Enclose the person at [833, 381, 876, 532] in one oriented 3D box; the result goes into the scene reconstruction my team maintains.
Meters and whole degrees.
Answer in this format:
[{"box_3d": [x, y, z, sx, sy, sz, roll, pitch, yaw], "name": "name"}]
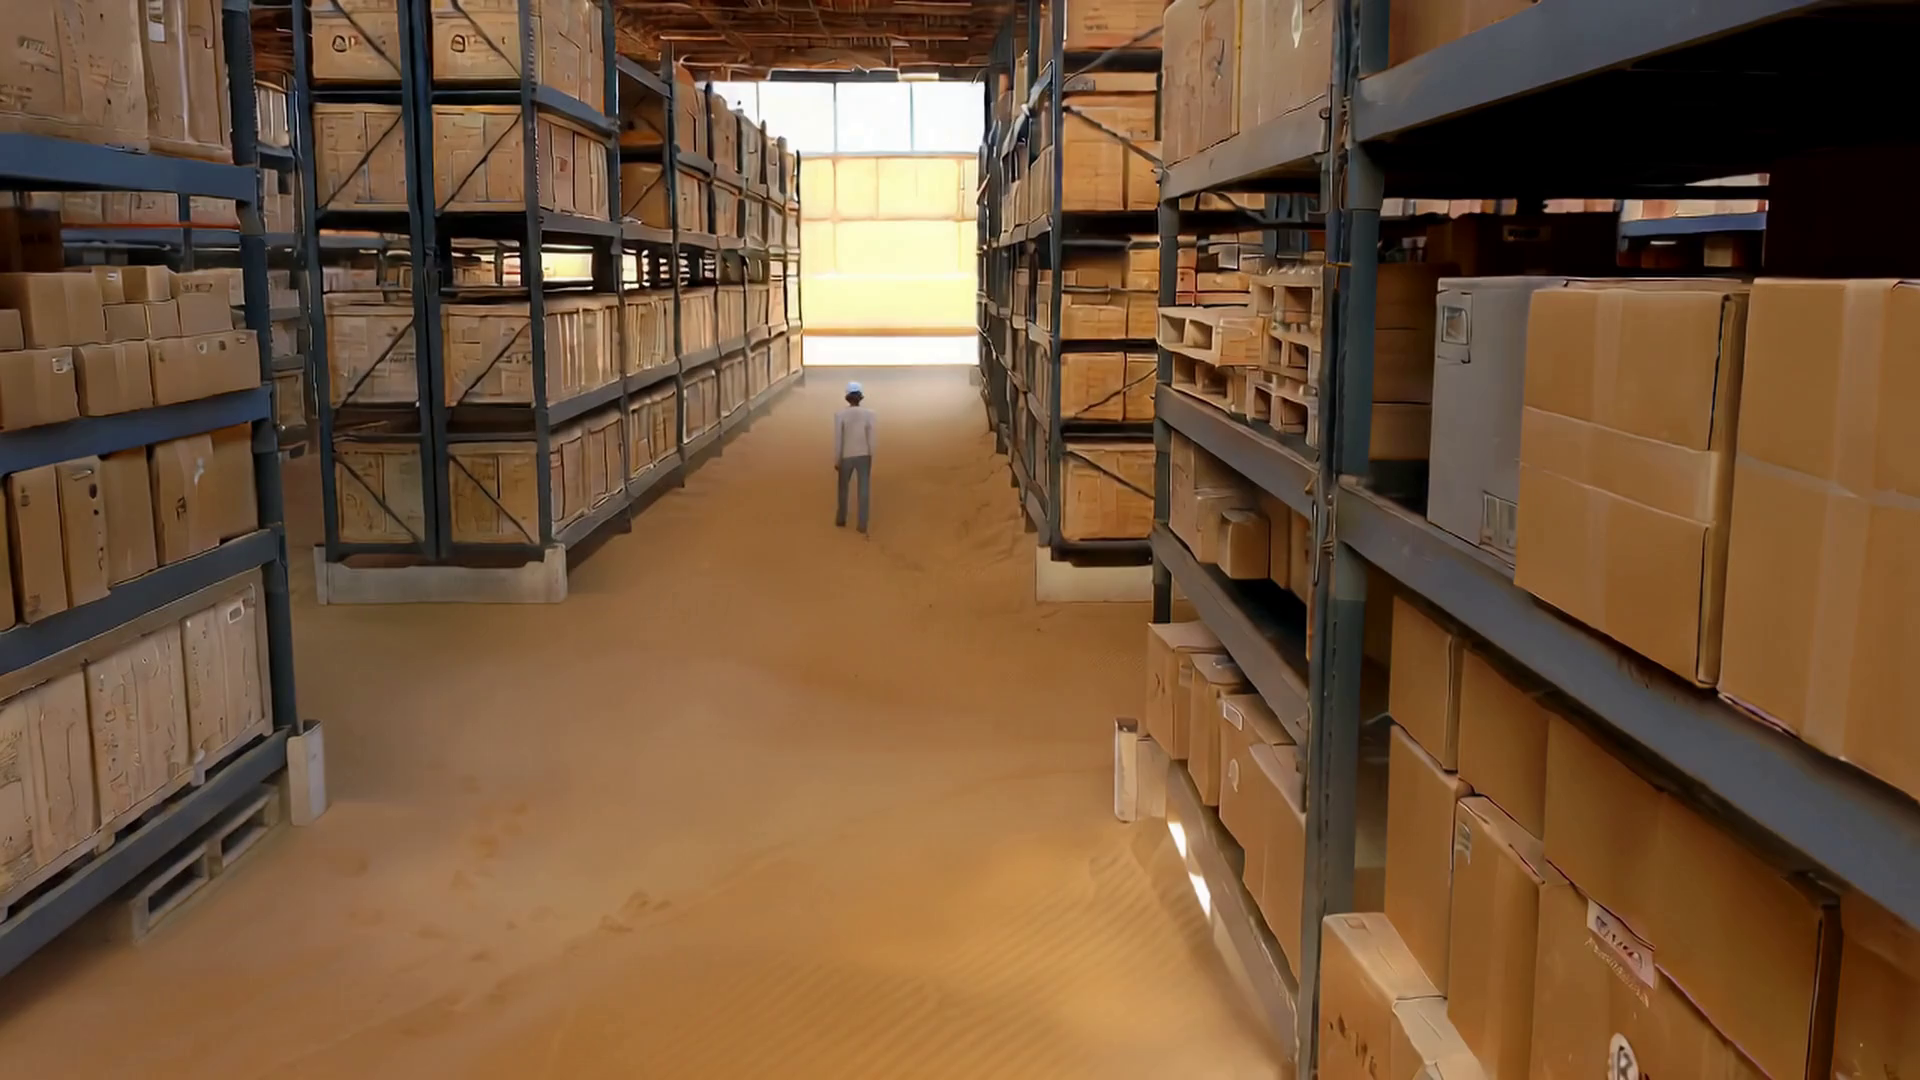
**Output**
[{"box_3d": [-1.252, -0.979, 19.365, 0.519, 1.732, 0.810, -3, 10, -17], "name": "person"}]
